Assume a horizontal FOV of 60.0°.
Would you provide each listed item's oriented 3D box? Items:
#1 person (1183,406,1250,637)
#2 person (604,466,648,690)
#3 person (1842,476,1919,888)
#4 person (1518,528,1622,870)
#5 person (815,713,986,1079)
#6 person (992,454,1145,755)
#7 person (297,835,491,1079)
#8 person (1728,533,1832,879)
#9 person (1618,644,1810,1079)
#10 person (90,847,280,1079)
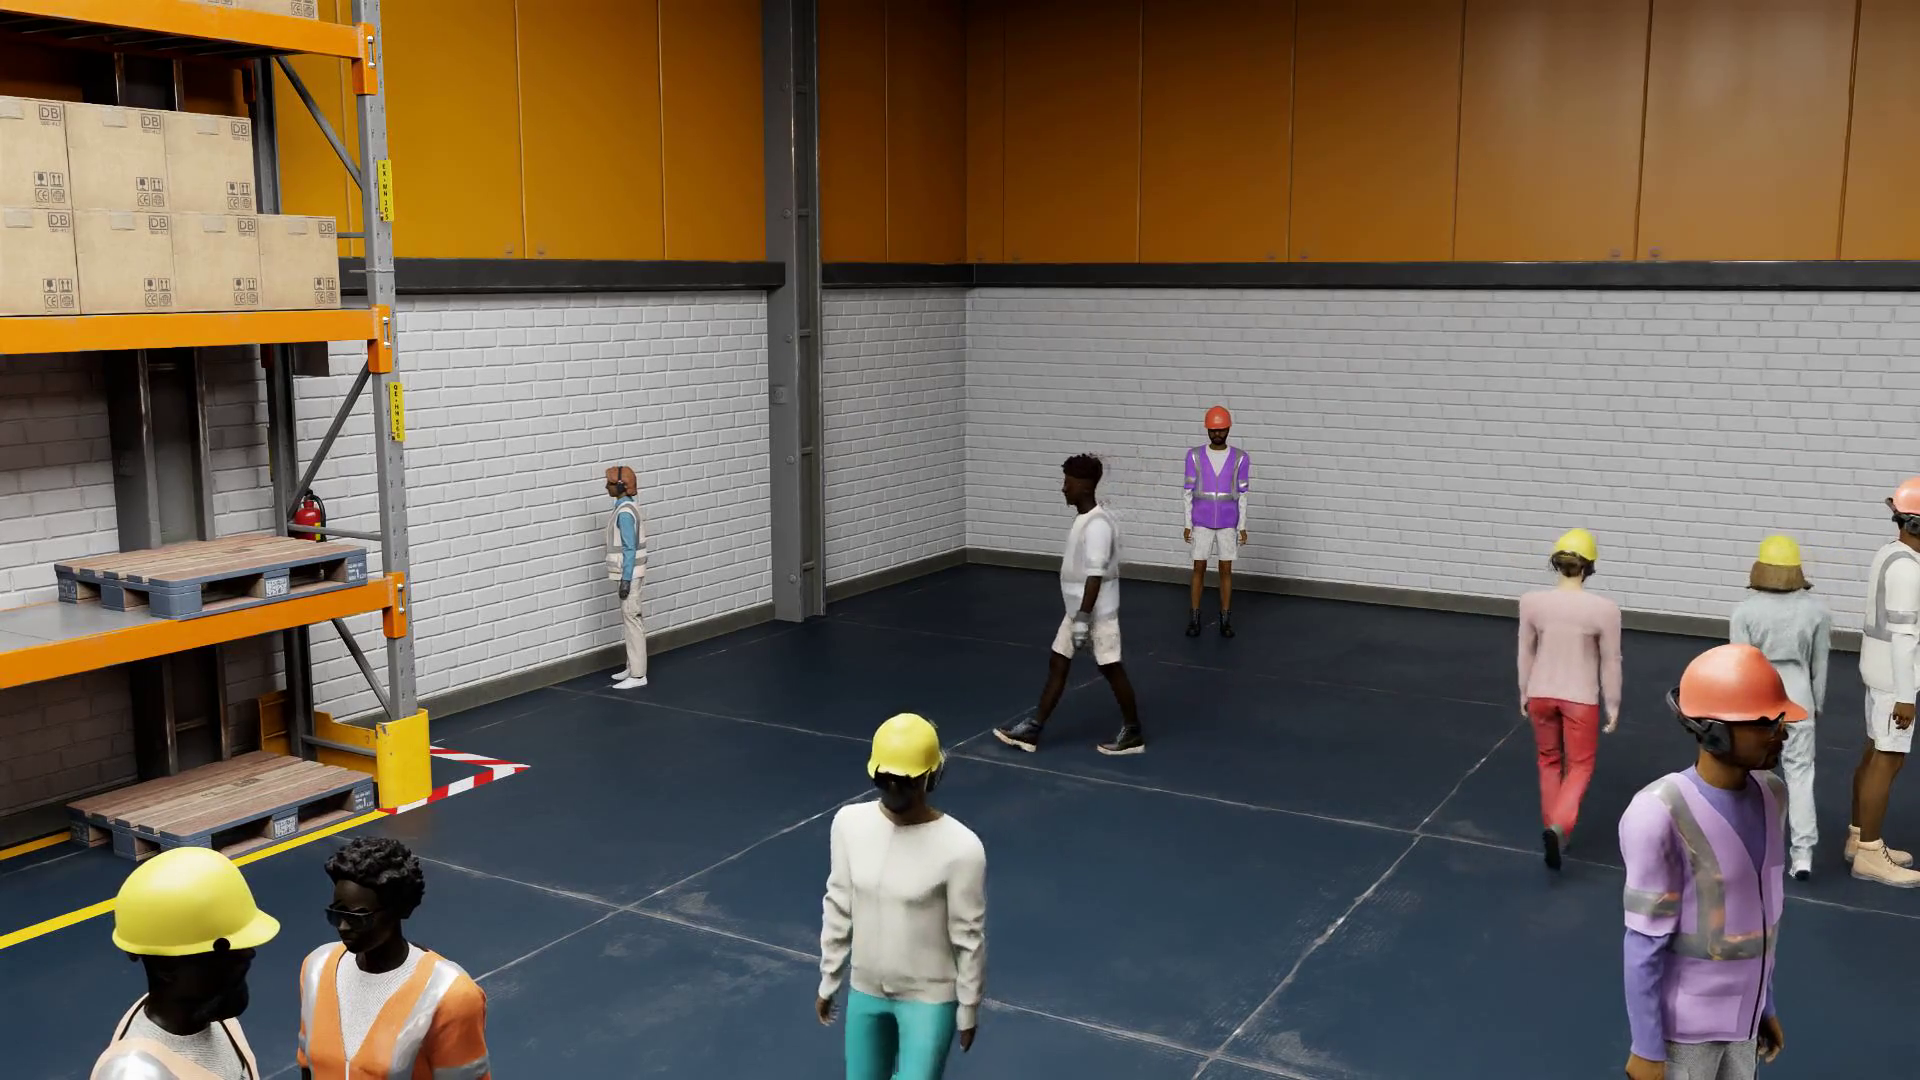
[{"bbox_3d":[2.135,-0.152,13.886,0.543,1.939,0.360,1,9,6],"label":"person"},{"bbox_3d":[-2.442,0.271,12.185,0.309,1.637,0.522,-2,9,-11],"label":"person"},{"bbox_3d":[4.711,0.691,8.303,0.392,2.041,0.615,4,10,22],"label":"person"},{"bbox_3d":[3.062,0.815,8.466,0.533,1.742,0.642,7,11,36],"label":"person"},{"bbox_3d":[-0.142,1.349,5.091,0.533,1.745,0.691,5,10,29],"label":"person"},{"bbox_3d":[0.727,0.419,10.394,0.987,1.909,0.627,-1,9,-8],"label":"person"},{"bbox_3d":[-1.395,1.541,4.075,0.532,1.696,0.319,3,10,17],"label":"person"},{"bbox_3d":[4.136,0.838,8.440,0.489,1.761,0.544,2,9,15],"label":"person"},{"bbox_3d":[2.053,1.288,4.558,0.615,2.047,0.360,-6,11,-32],"label":"person"},{"bbox_3d":[-1.510,1.544,3.340,0.366,1.926,0.592,-3,9,-15],"label":"person"}]
